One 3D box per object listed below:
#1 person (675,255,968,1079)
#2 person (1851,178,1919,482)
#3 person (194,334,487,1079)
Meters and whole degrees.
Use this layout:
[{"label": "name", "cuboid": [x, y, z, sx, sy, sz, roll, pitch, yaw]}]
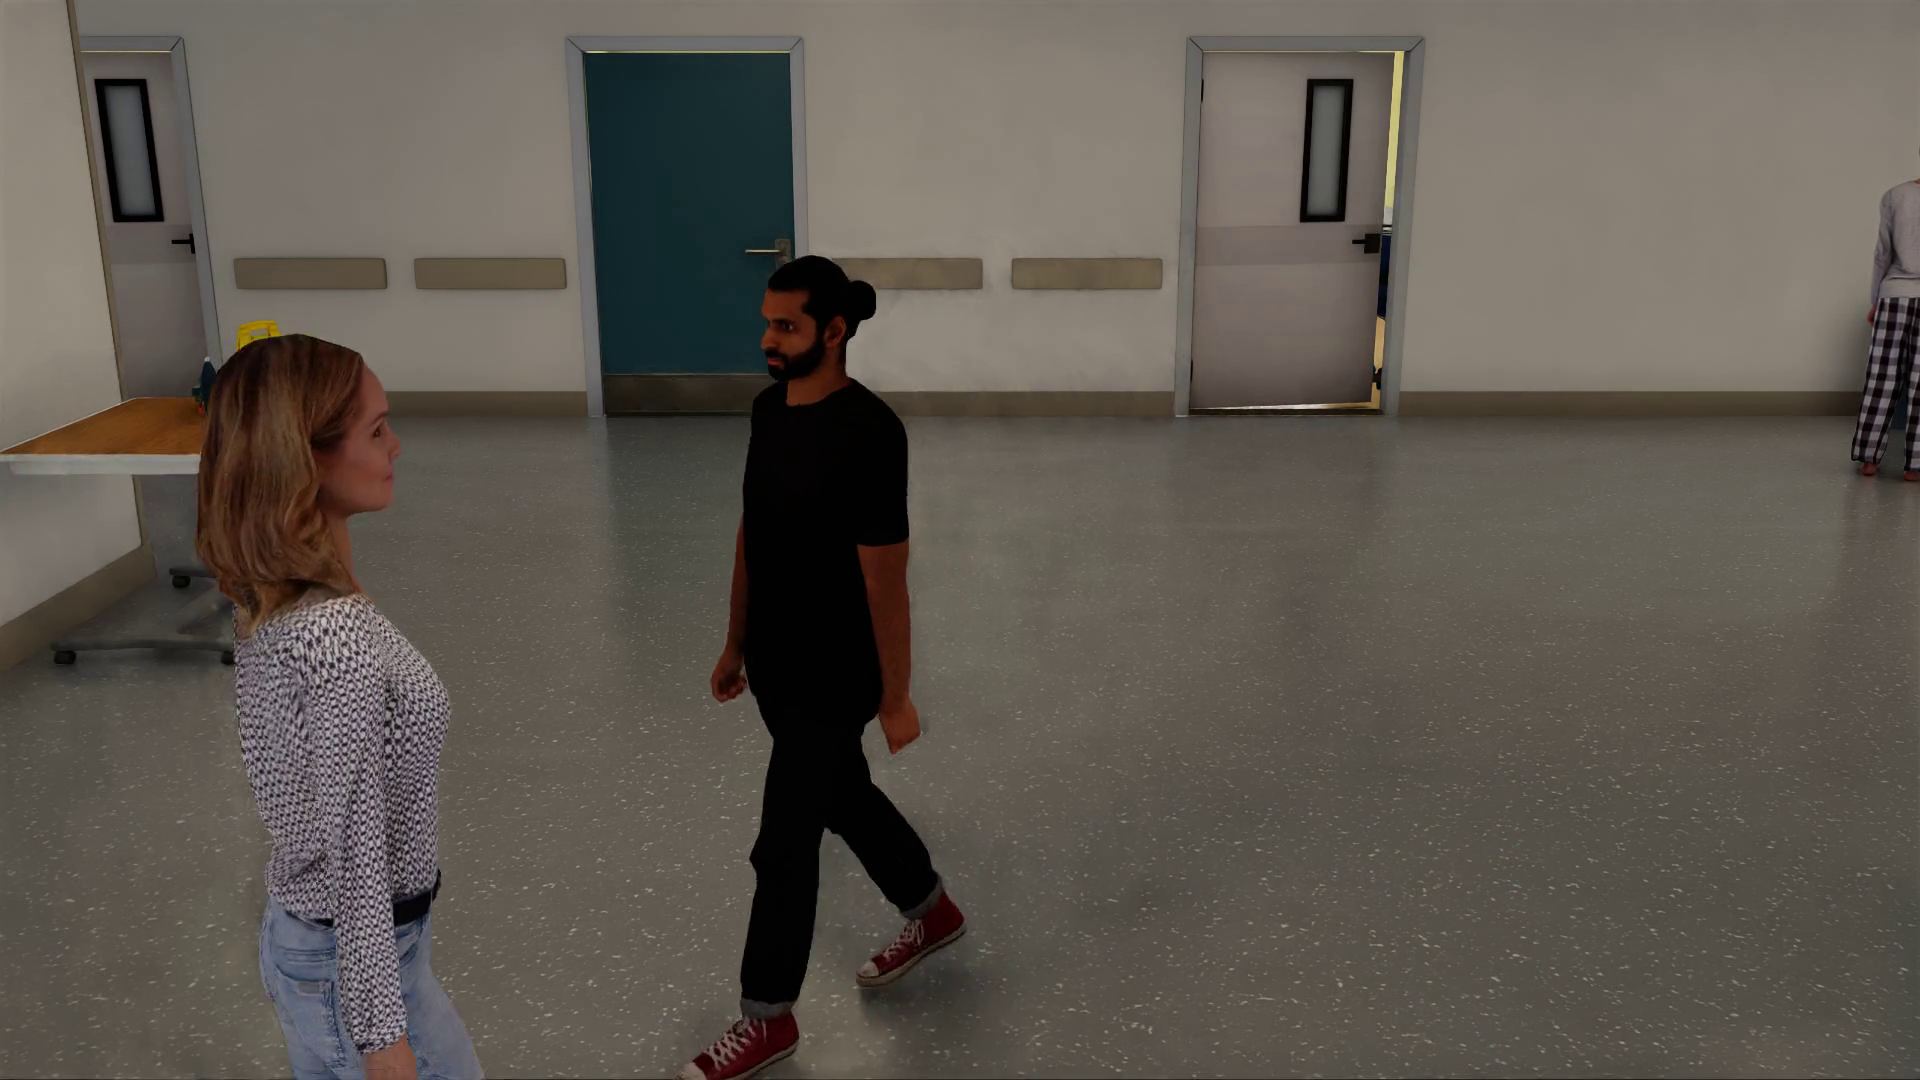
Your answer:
[{"label": "person", "cuboid": [-0.252, 0.261, 3.624, 1.147, 1.737, 0.997, -10, 18, -31]}, {"label": "person", "cuboid": [5.029, -1.237, 8.736, 0.685, 1.846, 0.755, 14, 21, 40]}, {"label": "person", "cuboid": [-0.909, 0.624, 2.269, 1.157, 1.773, 0.947, -8, 18, -28]}]
